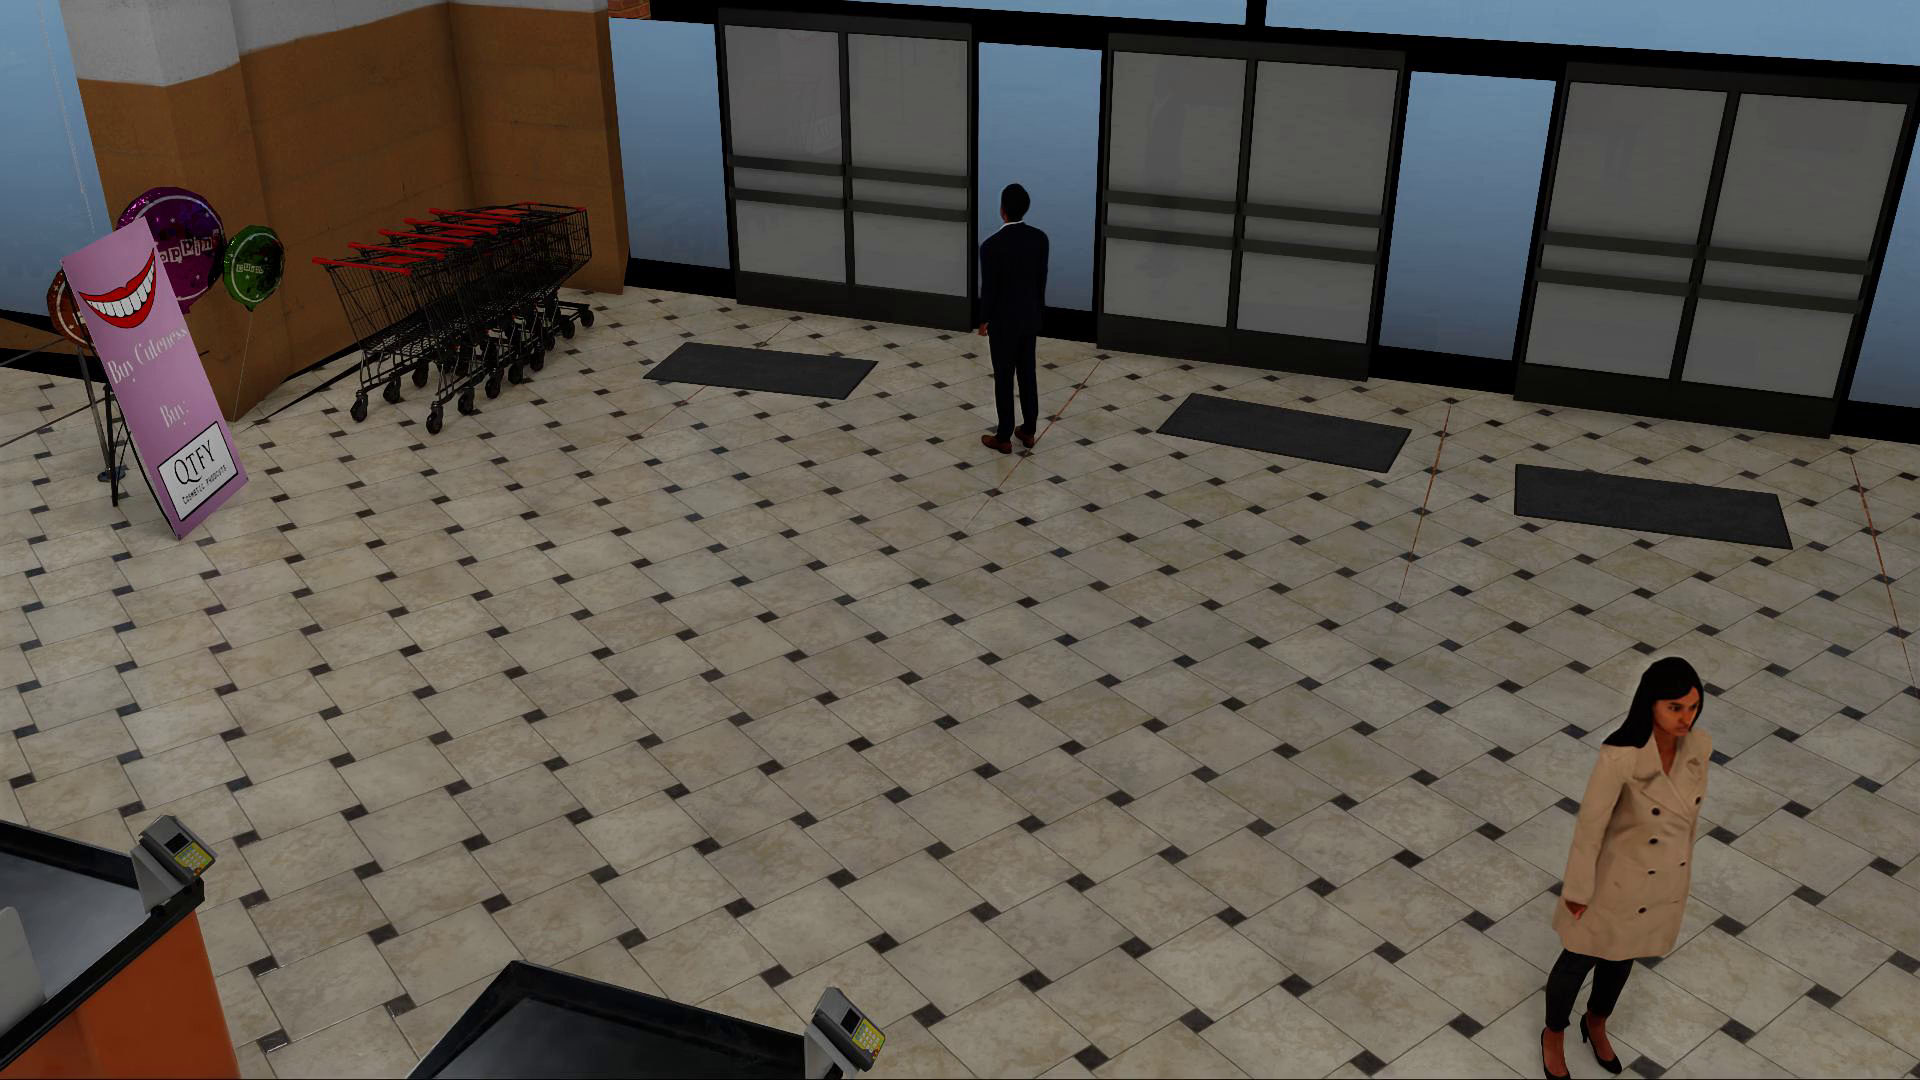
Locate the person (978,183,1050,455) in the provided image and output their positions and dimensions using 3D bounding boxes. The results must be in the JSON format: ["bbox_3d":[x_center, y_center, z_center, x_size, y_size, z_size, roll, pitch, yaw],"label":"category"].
[{"bbox_3d":[0.339,-1.381,10.449,0.683,1.728,0.765,-15,30,-27],"label":"person"}]

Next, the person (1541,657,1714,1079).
[{"bbox_3d":[2.227,1.124,5.562,0.723,1.680,0.746,-8,28,-15],"label":"person"}]
